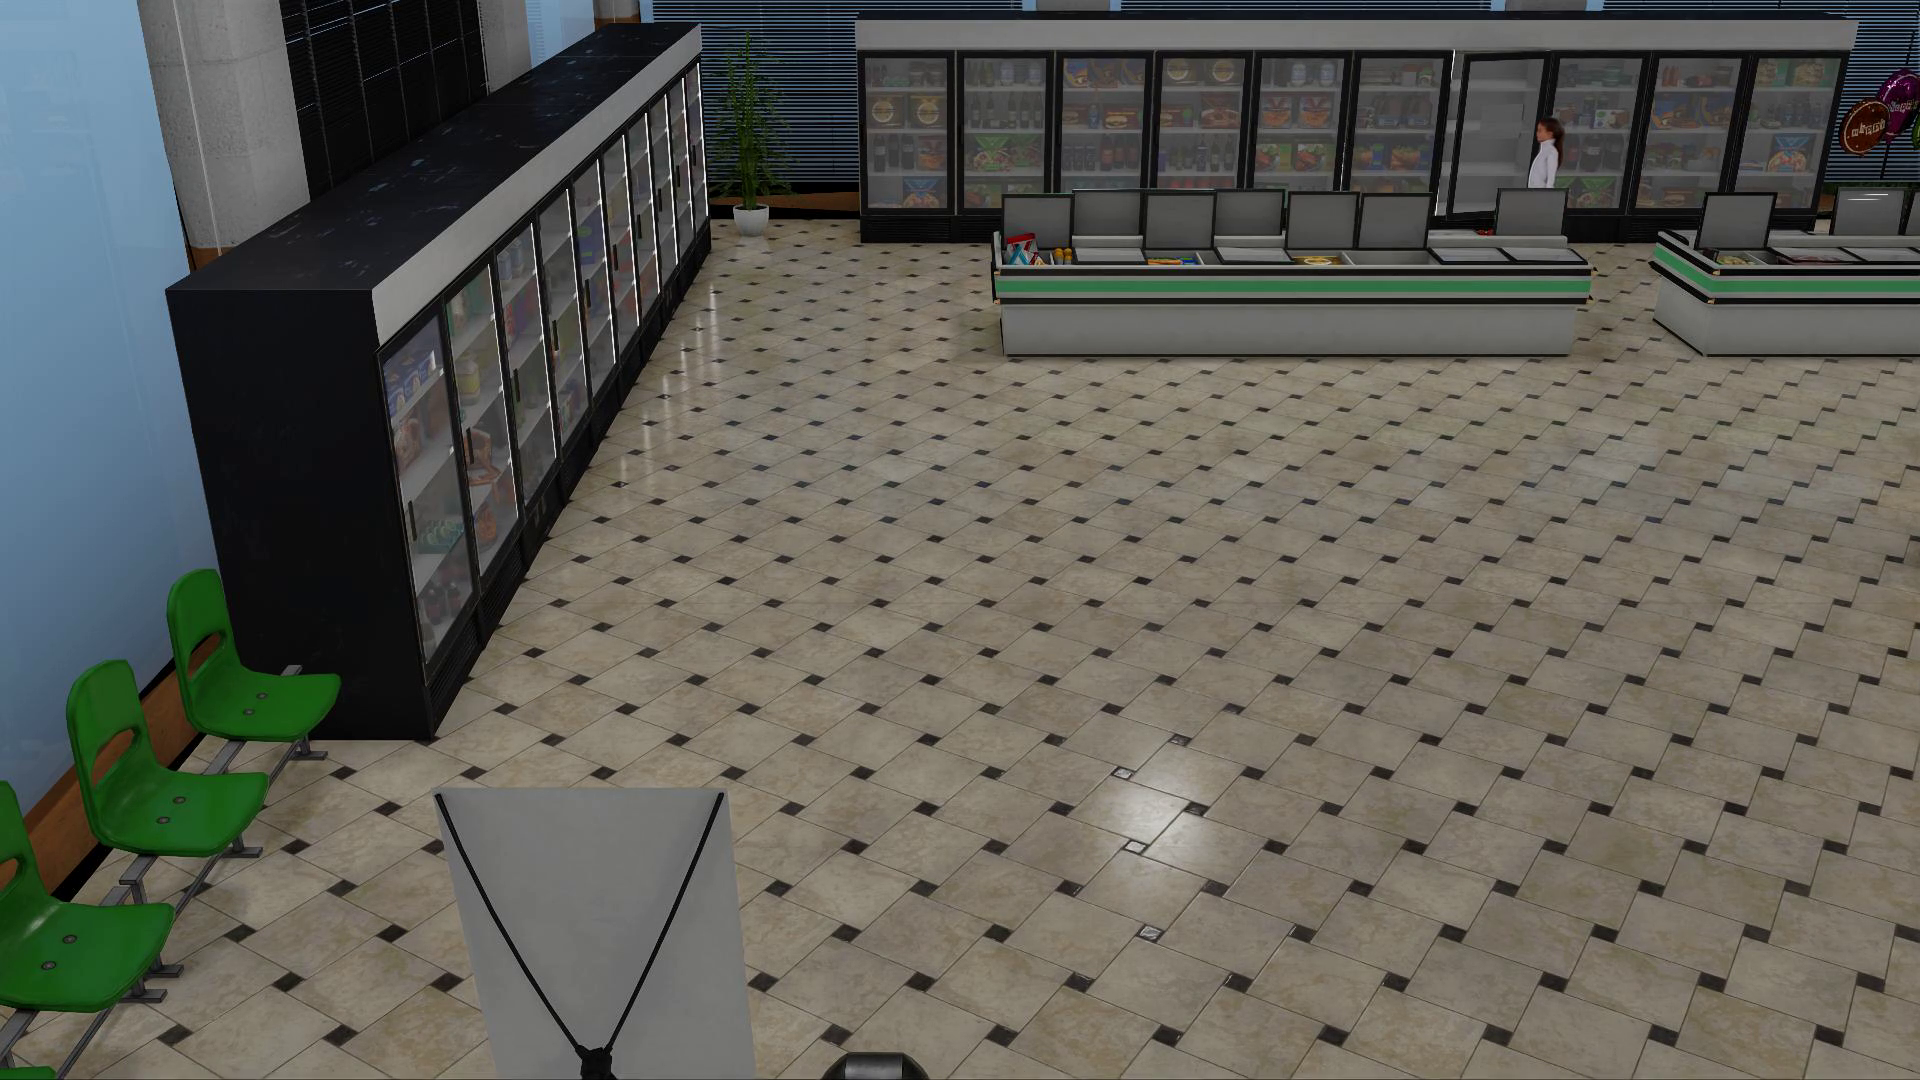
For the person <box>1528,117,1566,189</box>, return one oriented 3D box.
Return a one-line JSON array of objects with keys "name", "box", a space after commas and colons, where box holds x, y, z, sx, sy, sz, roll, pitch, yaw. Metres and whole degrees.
[{"name": "person", "box": [5.706, -3.357, 16.293, 0.492, 1.557, 0.523, 0, 24, 0]}]
